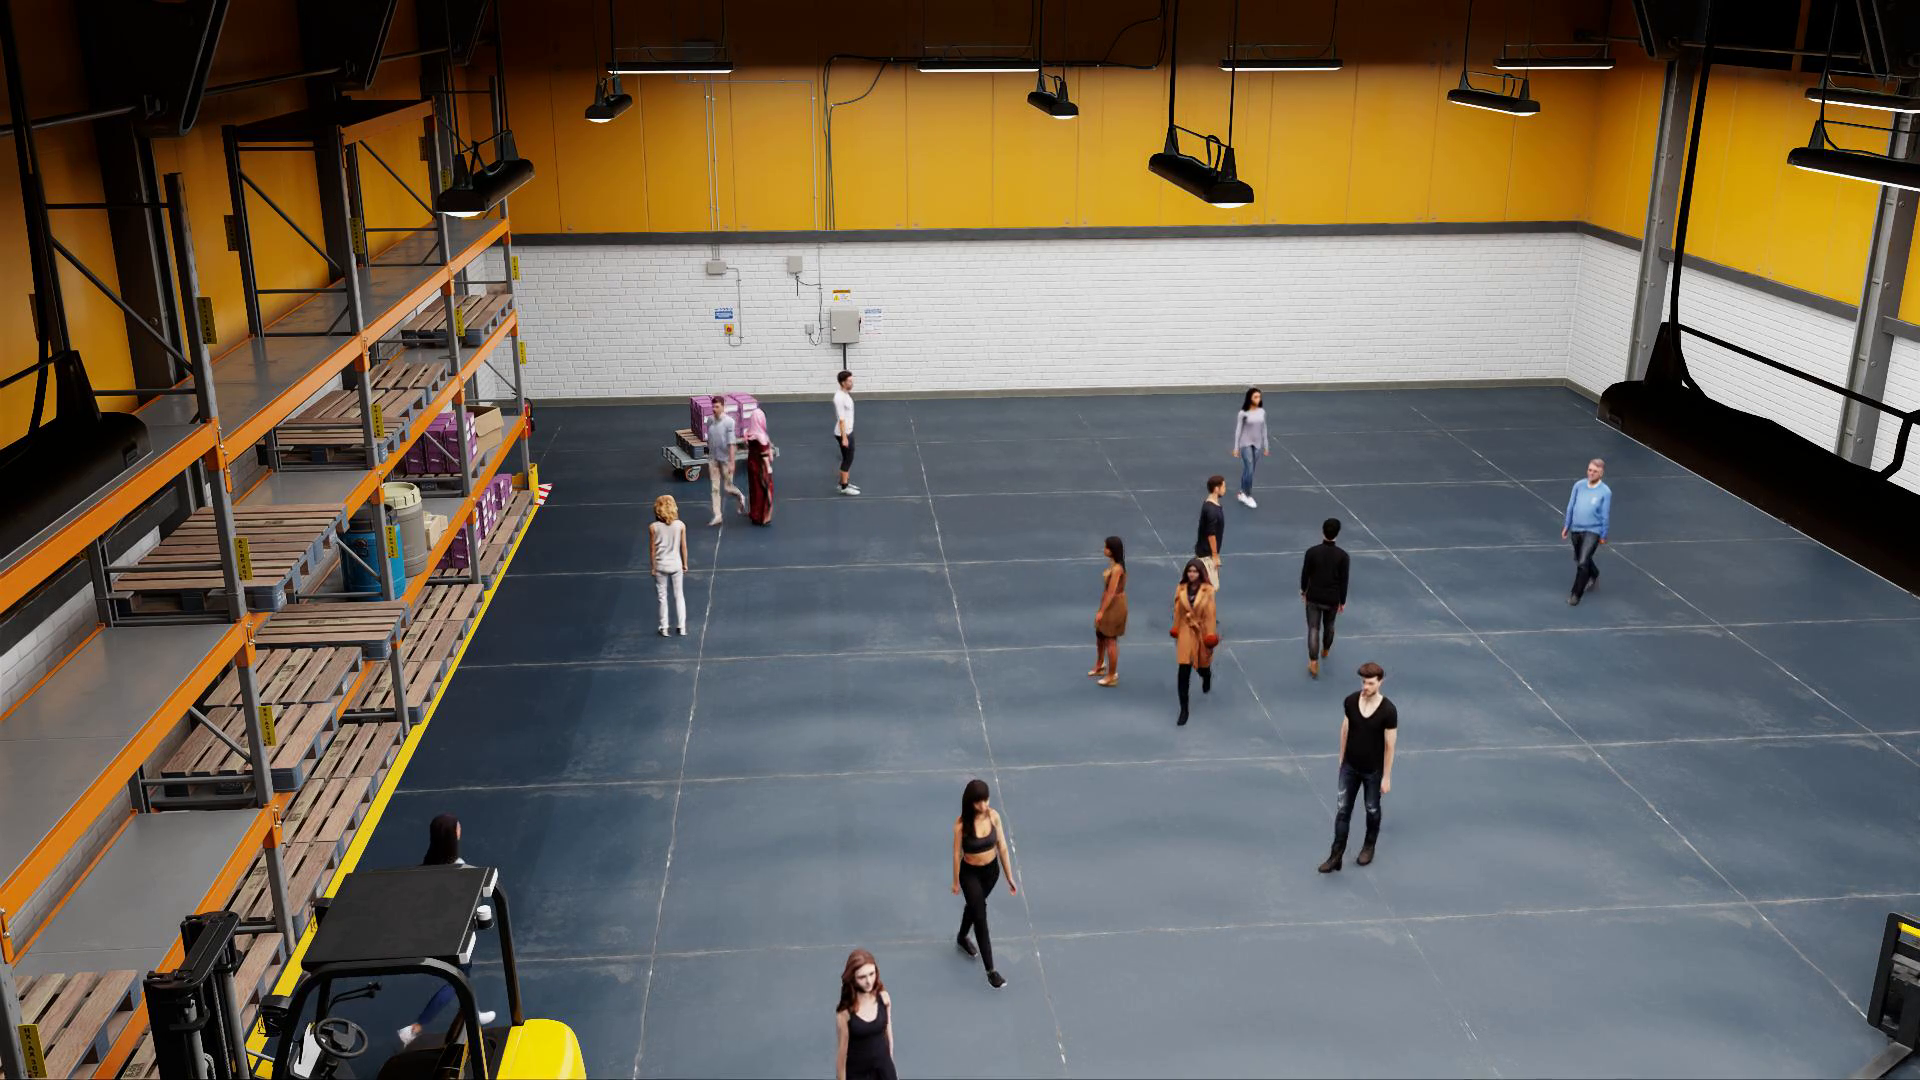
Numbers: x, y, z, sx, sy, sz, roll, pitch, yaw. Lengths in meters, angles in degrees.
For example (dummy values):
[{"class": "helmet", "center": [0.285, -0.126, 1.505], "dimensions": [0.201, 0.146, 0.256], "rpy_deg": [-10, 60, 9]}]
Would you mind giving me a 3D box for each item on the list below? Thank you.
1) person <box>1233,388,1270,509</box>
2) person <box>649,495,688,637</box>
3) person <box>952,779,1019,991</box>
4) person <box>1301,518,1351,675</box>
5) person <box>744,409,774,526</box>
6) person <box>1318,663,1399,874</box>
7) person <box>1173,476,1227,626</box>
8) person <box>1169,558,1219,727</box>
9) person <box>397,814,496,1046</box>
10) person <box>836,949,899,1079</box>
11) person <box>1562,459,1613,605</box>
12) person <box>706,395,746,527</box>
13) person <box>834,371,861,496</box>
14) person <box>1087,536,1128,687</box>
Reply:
[{"class": "person", "center": [4.133, -1.361, 23.991], "dimensions": [0.789, 1.717, 0.902], "rpy_deg": [-8, 20, -24]}, {"class": "person", "center": [-3.368, 0.291, 19.157], "dimensions": [0.635, 1.671, 0.627], "rpy_deg": [-7, 20, -19]}, {"class": "person", "center": [0.108, 2.523, 12.638], "dimensions": [0.862, 1.600, 1.139], "rpy_deg": [-10, 21, -27]}, {"class": "person", "center": [3.943, 0.642, 18.092], "dimensions": [0.826, 1.685, 1.137], "rpy_deg": [3, 19, 8]}, {"class": "person", "center": [-2.798, -1.023, 23.110], "dimensions": [0.833, 1.637, 0.674], "rpy_deg": [-10, 21, -26]}, {"class": "person", "center": [3.481, 1.883, 14.115], "dimensions": [1.065, 1.871, 1.145], "rpy_deg": [13, 23, 35]}, {"class": "person", "center": [2.788, 0.156, 19.294], "dimensions": [0.792, 1.840, 0.777], "rpy_deg": [3, 19, 9]}, {"class": "person", "center": [2.416, 1.005, 16.986], "dimensions": [0.967, 1.703, 1.144], "rpy_deg": [8, 20, 22]}, {"class": "person", "center": [-3.641, 2.782, 11.641], "dimensions": [1.031, 1.746, 1.077], "rpy_deg": [15, 24, 38]}, {"class": "person", "center": [-0.637, 3.251, 10.270], "dimensions": [0.759, 1.732, 0.820], "rpy_deg": [-12, 22, -33]}, {"class": "person", "center": [7.671, -0.142, 20.256], "dimensions": [1.098, 1.790, 1.141], "rpy_deg": [-15, 23, -37]}, {"class": "person", "center": [-3.251, -1.128, 23.117], "dimensions": [0.927, 1.833, 1.056], "rpy_deg": [9, 21, 26]}, {"class": "person", "center": [-1.713, -1.580, 24.439], "dimensions": [0.798, 1.845, 0.638], "rpy_deg": [2, 19, 5]}, {"class": "person", "center": [1.670, 0.766, 17.730], "dimensions": [0.663, 1.681, 0.548], "rpy_deg": [-1, 19, -4]}]
